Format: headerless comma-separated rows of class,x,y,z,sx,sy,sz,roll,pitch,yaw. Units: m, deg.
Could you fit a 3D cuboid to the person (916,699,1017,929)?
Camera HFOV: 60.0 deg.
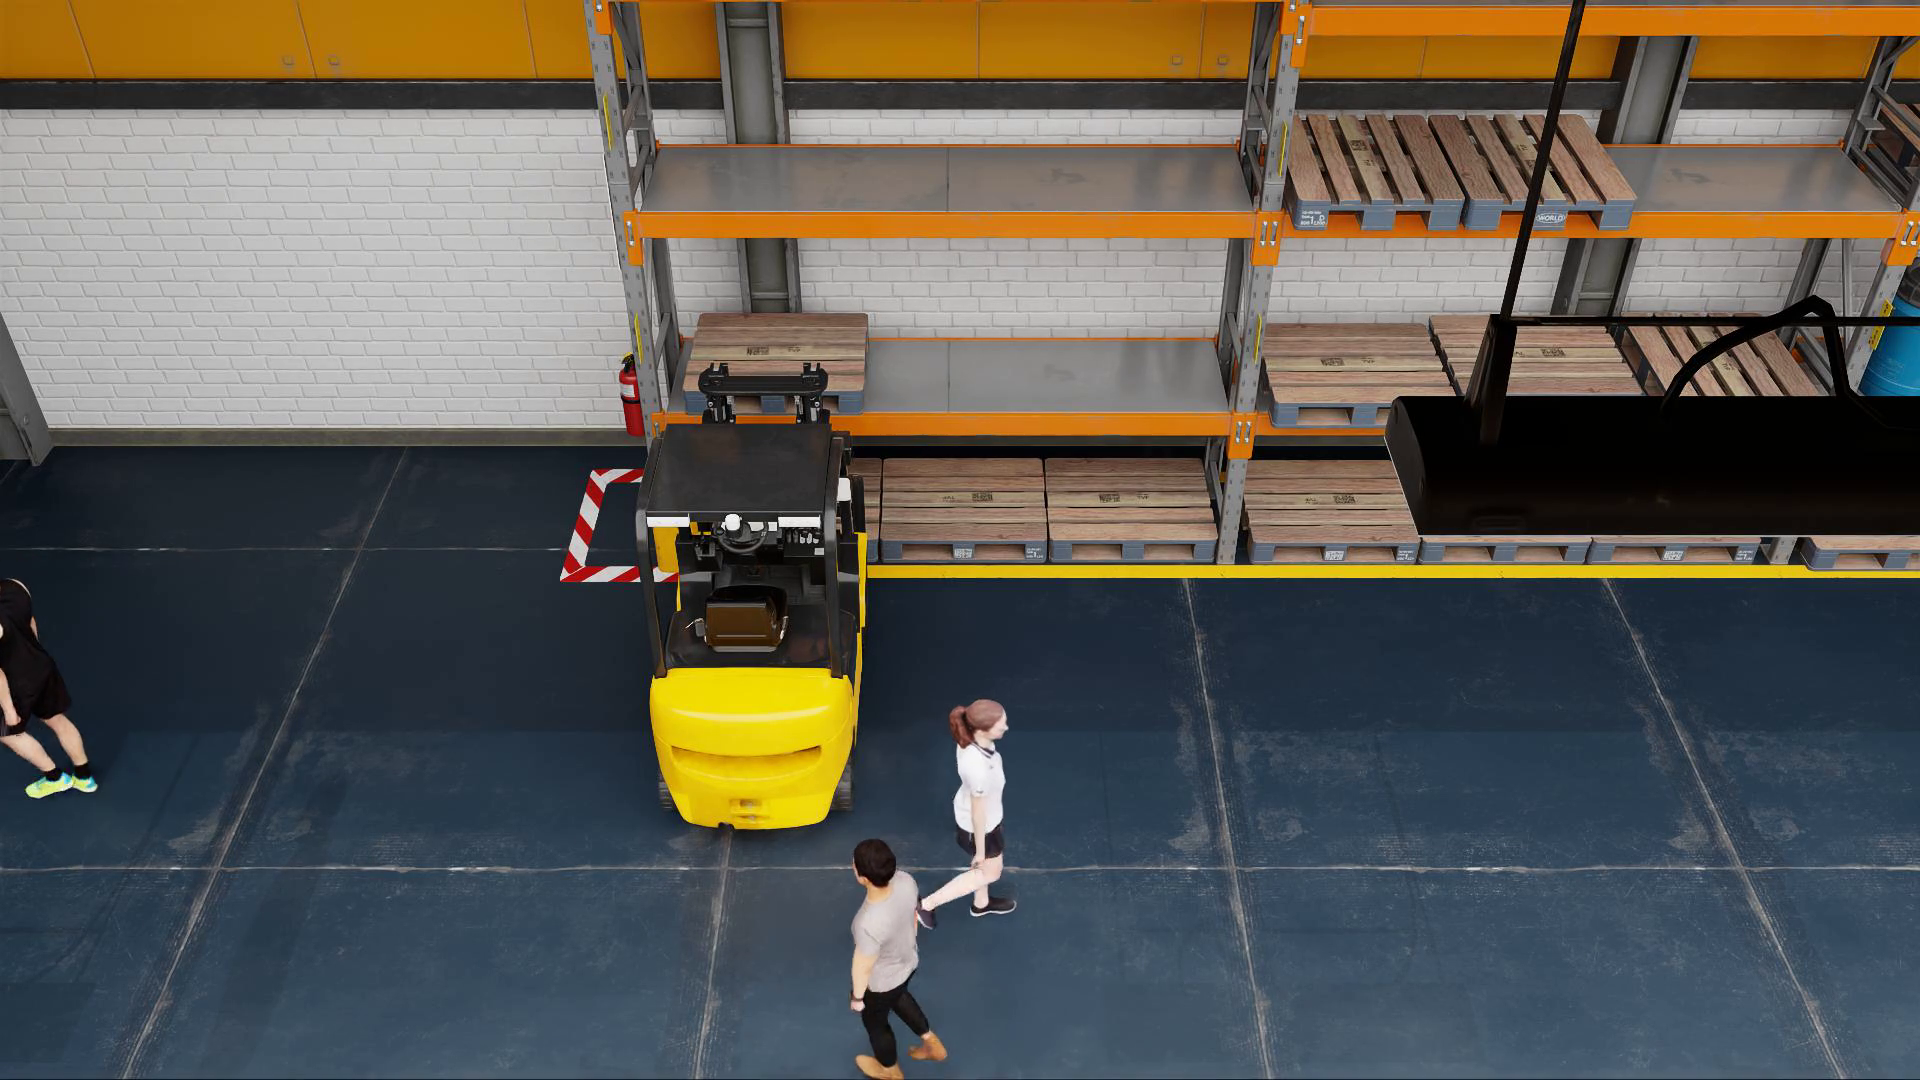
person,0.014,1.519,8.944,0.906,1.736,0.663,-6,39,-8

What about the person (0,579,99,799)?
person,-5.411,0.811,9.716,0.671,1.878,0.751,5,39,6

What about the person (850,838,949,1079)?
person,-0.295,2.140,8.191,0.844,1.705,0.782,16,41,19
